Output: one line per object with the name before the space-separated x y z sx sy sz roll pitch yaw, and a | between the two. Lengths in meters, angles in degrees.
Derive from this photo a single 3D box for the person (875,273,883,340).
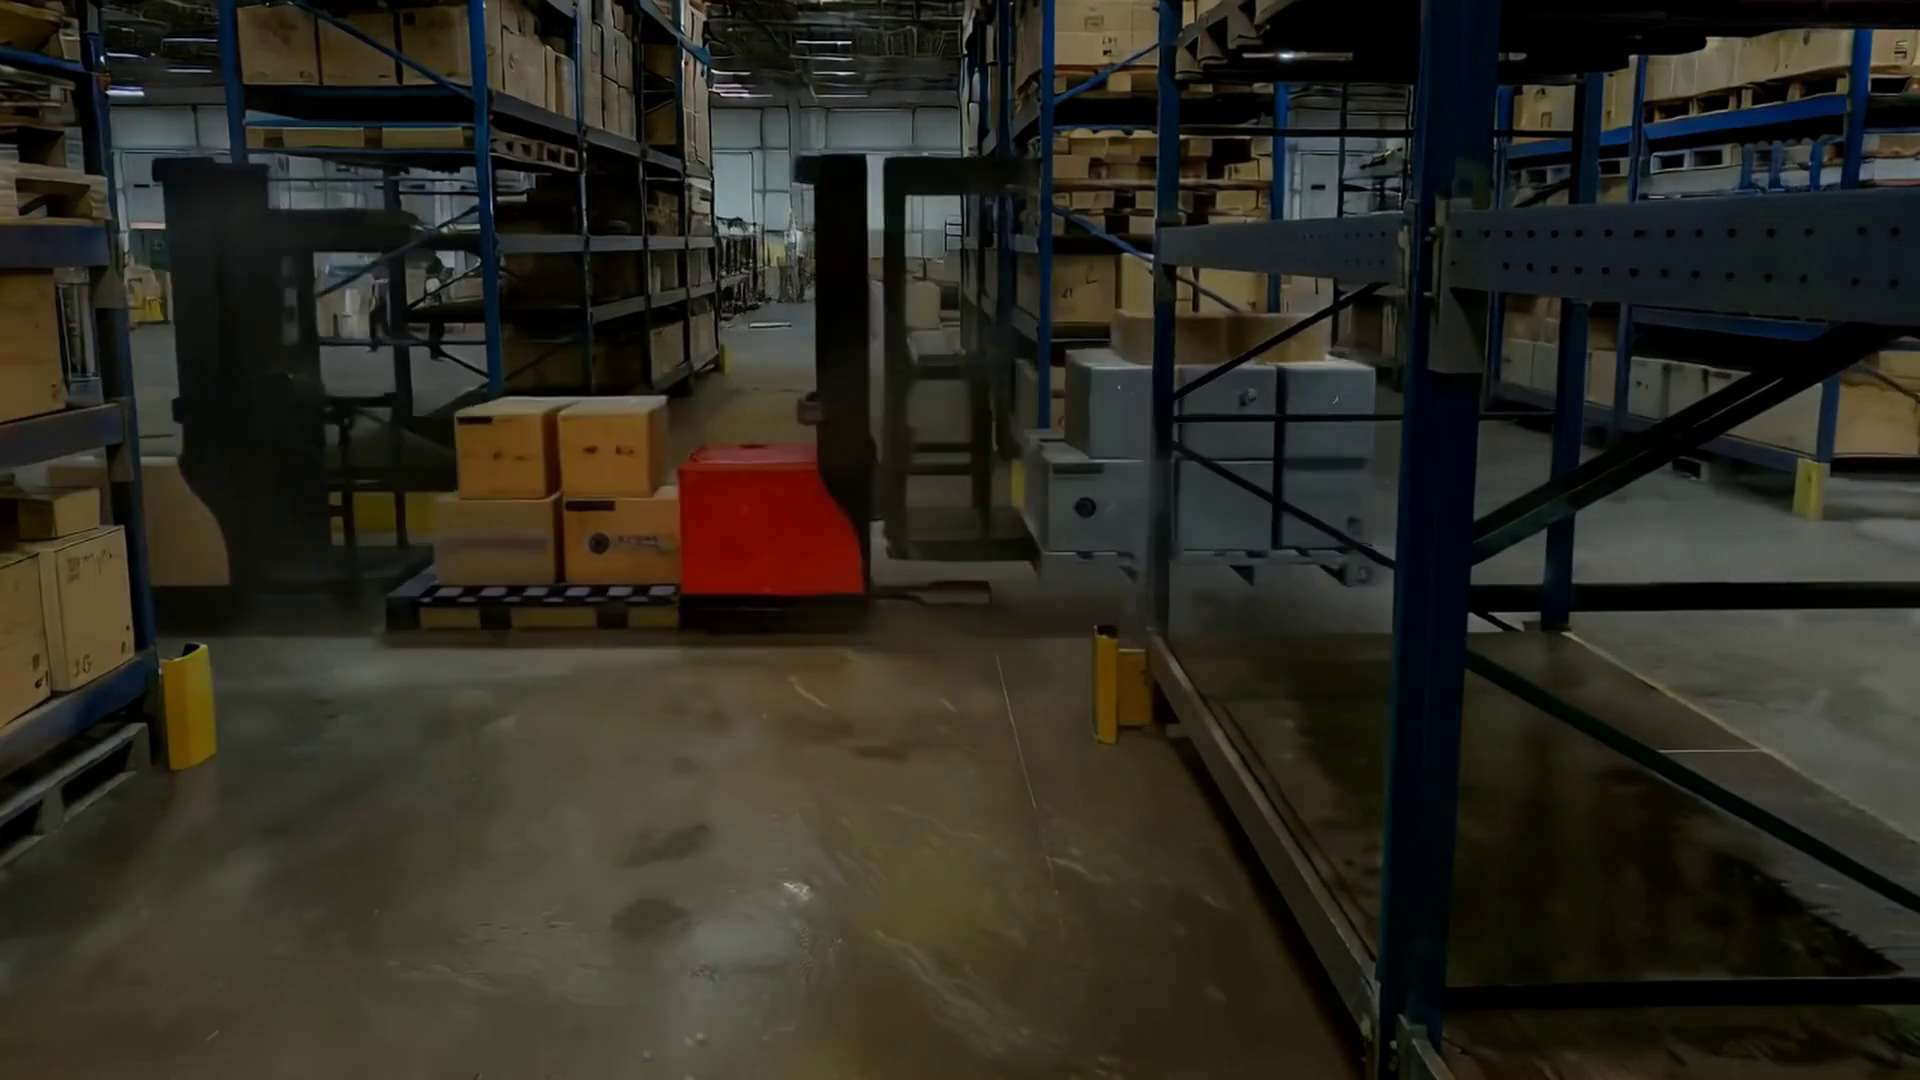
person | -1.805 -5.552 39.585 0.513 1.610 0.746 -3 11 -17

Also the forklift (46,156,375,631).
forklift | -4.476 -0.908 10.179 1.873 2.768 1.129 0 10 -2

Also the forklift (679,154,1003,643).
forklift | -0.716 -0.863 9.930 1.873 2.768 1.129 -1 10 -3

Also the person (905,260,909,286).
person | -1.717 -7.311 48.548 0.584 1.918 0.408 6 12 32

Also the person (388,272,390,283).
person | -18.711 -8.399 55.239 0.535 1.694 0.321 -8 13 -39

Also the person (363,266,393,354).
person | -12.087 -4.823 34.753 0.784 1.892 0.599 -6 12 -32

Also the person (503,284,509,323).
person | -8.054 -4.066 30.290 0.619 1.976 0.643 5 11 24

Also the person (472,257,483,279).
person | -16.736 -9.014 57.963 0.364 1.938 0.636 -10 14 -43

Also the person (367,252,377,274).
person | -24.455 -11.063 69.287 0.623 1.975 0.436 5 12 28

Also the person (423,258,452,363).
person | -10.127 -4.460 32.303 0.535 2.000 0.681 -5 11 -24
